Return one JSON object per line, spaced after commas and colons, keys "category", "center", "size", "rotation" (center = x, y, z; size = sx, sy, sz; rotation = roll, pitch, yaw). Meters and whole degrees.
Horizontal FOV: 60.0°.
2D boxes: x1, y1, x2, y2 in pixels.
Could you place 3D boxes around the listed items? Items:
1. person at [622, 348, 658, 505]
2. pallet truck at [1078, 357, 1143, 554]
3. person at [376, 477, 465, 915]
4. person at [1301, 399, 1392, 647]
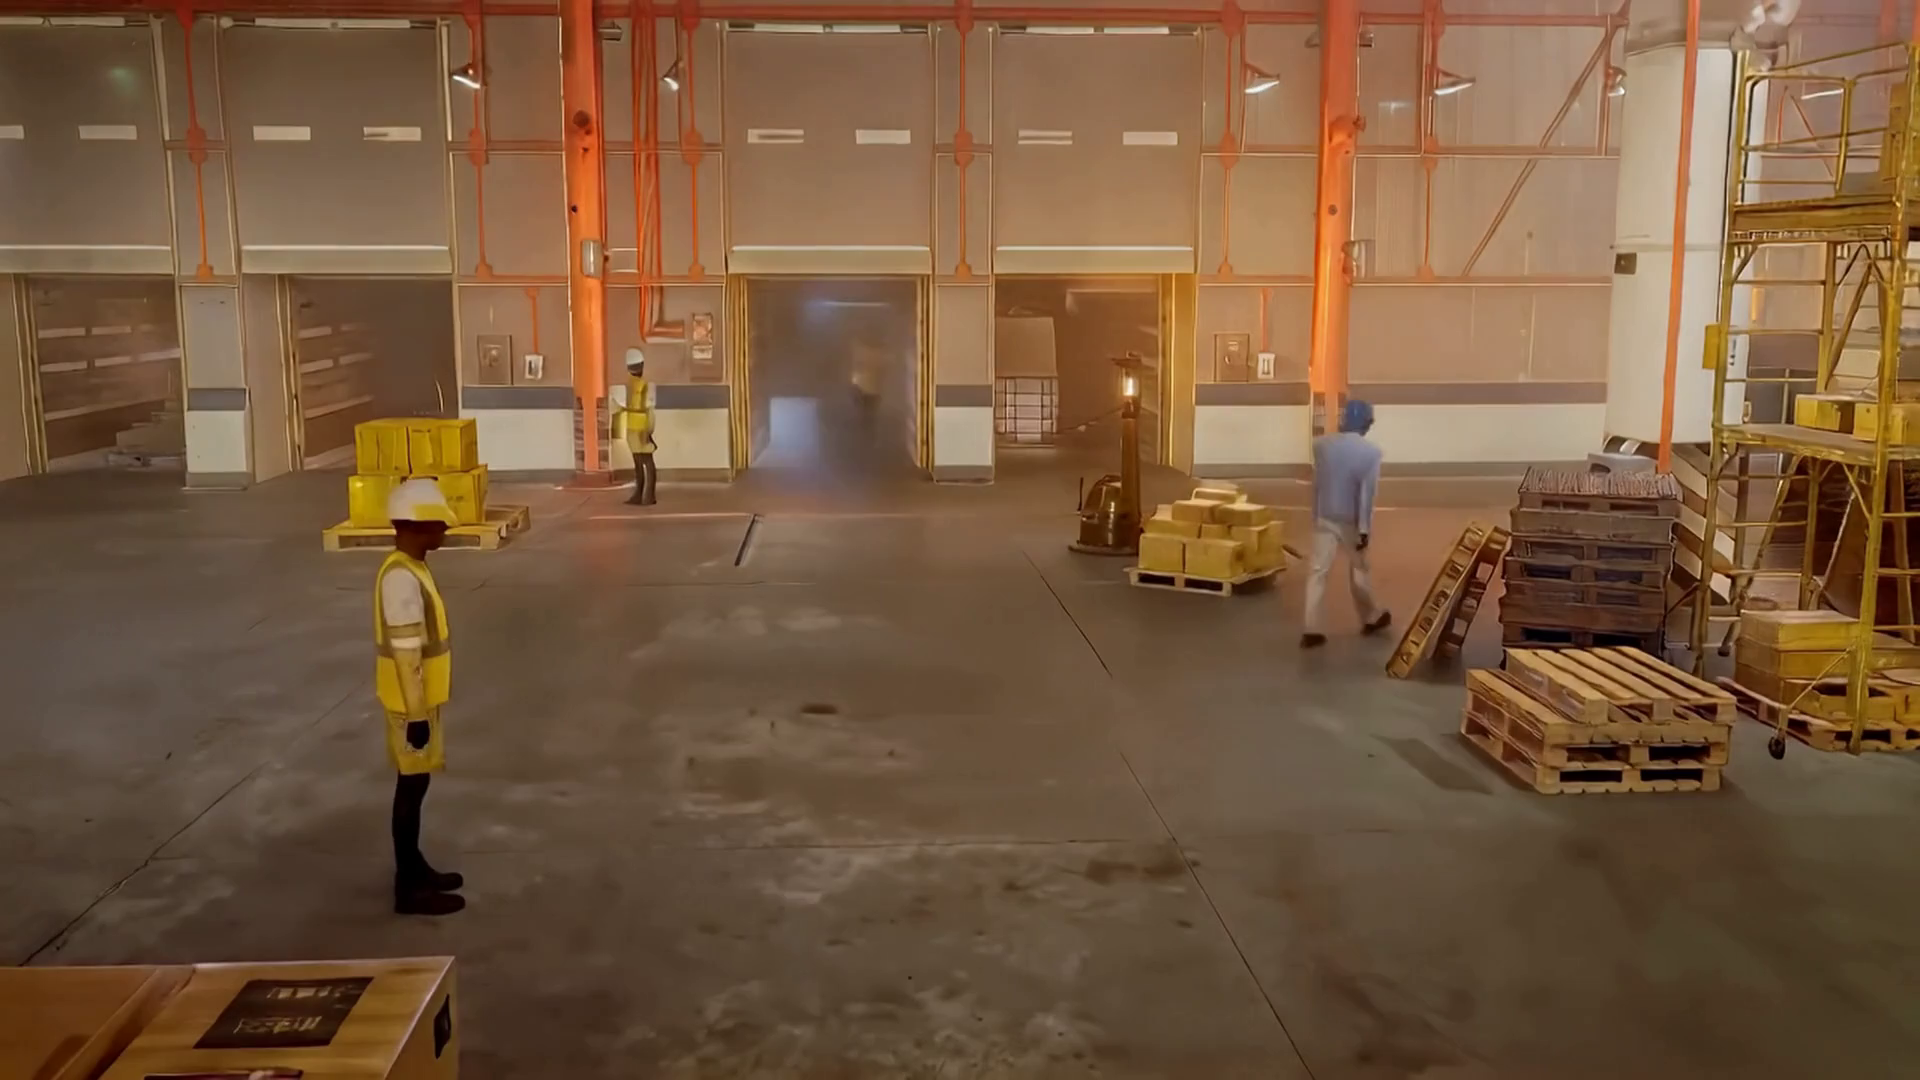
{"category": "person", "center": [-3.954, -1.391, 20.469], "size": [0.544, 1.930, 0.388], "rotation": [8, 12, 42]}
{"category": "pallet truck", "center": [2.088, -0.836, 16.757], "size": [1.885, 1.965, 0.823], "rotation": [2, 9, 13]}
{"category": "person", "center": [-2.390, 0.684, 7.403], "size": [0.376, 1.936, 0.549], "rotation": [-2, 9, -15]}
{"category": "person", "center": [2.977, -0.142, 12.752], "size": [1.047, 1.875, 0.663], "rotation": [-9, 13, -44]}
